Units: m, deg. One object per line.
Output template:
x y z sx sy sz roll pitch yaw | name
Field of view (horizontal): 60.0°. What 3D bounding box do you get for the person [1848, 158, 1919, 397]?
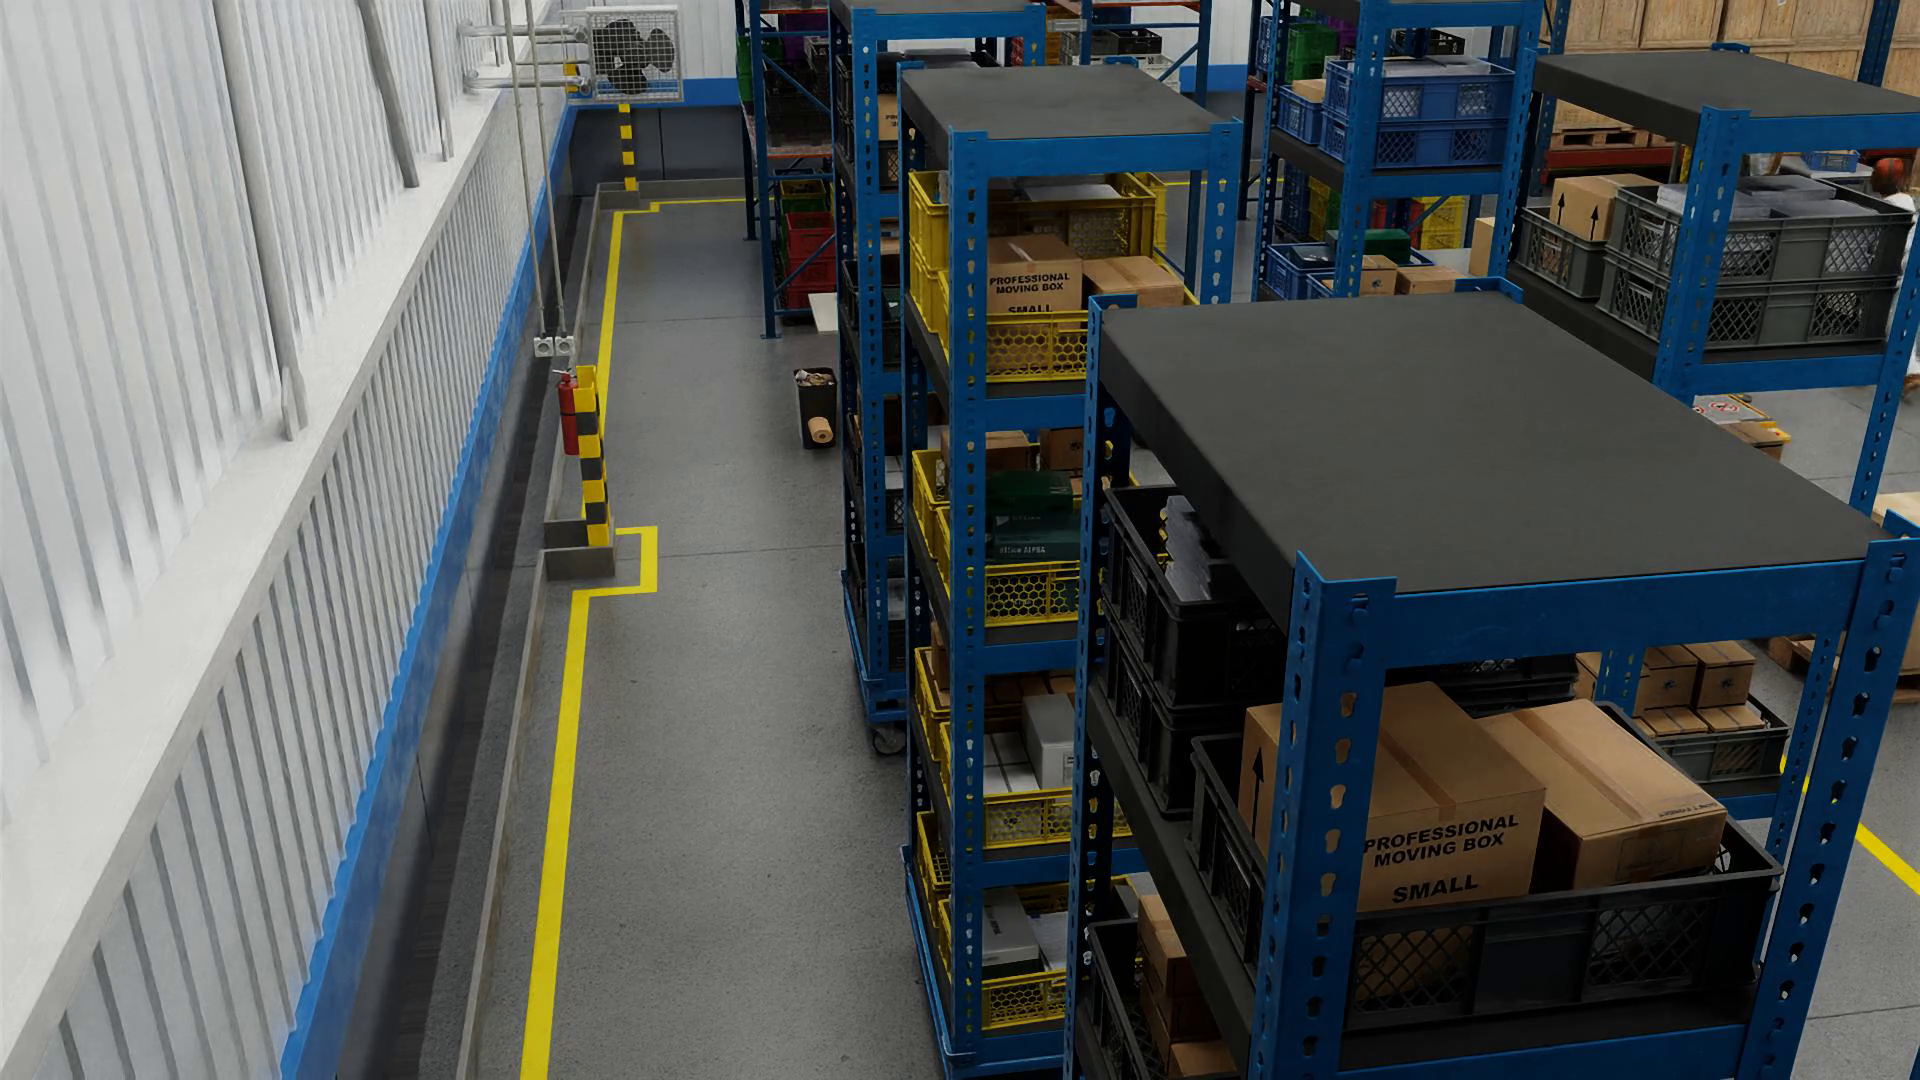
7.168 -1.992 12.739 0.684 1.840 0.786 -20 32 -37 | person
